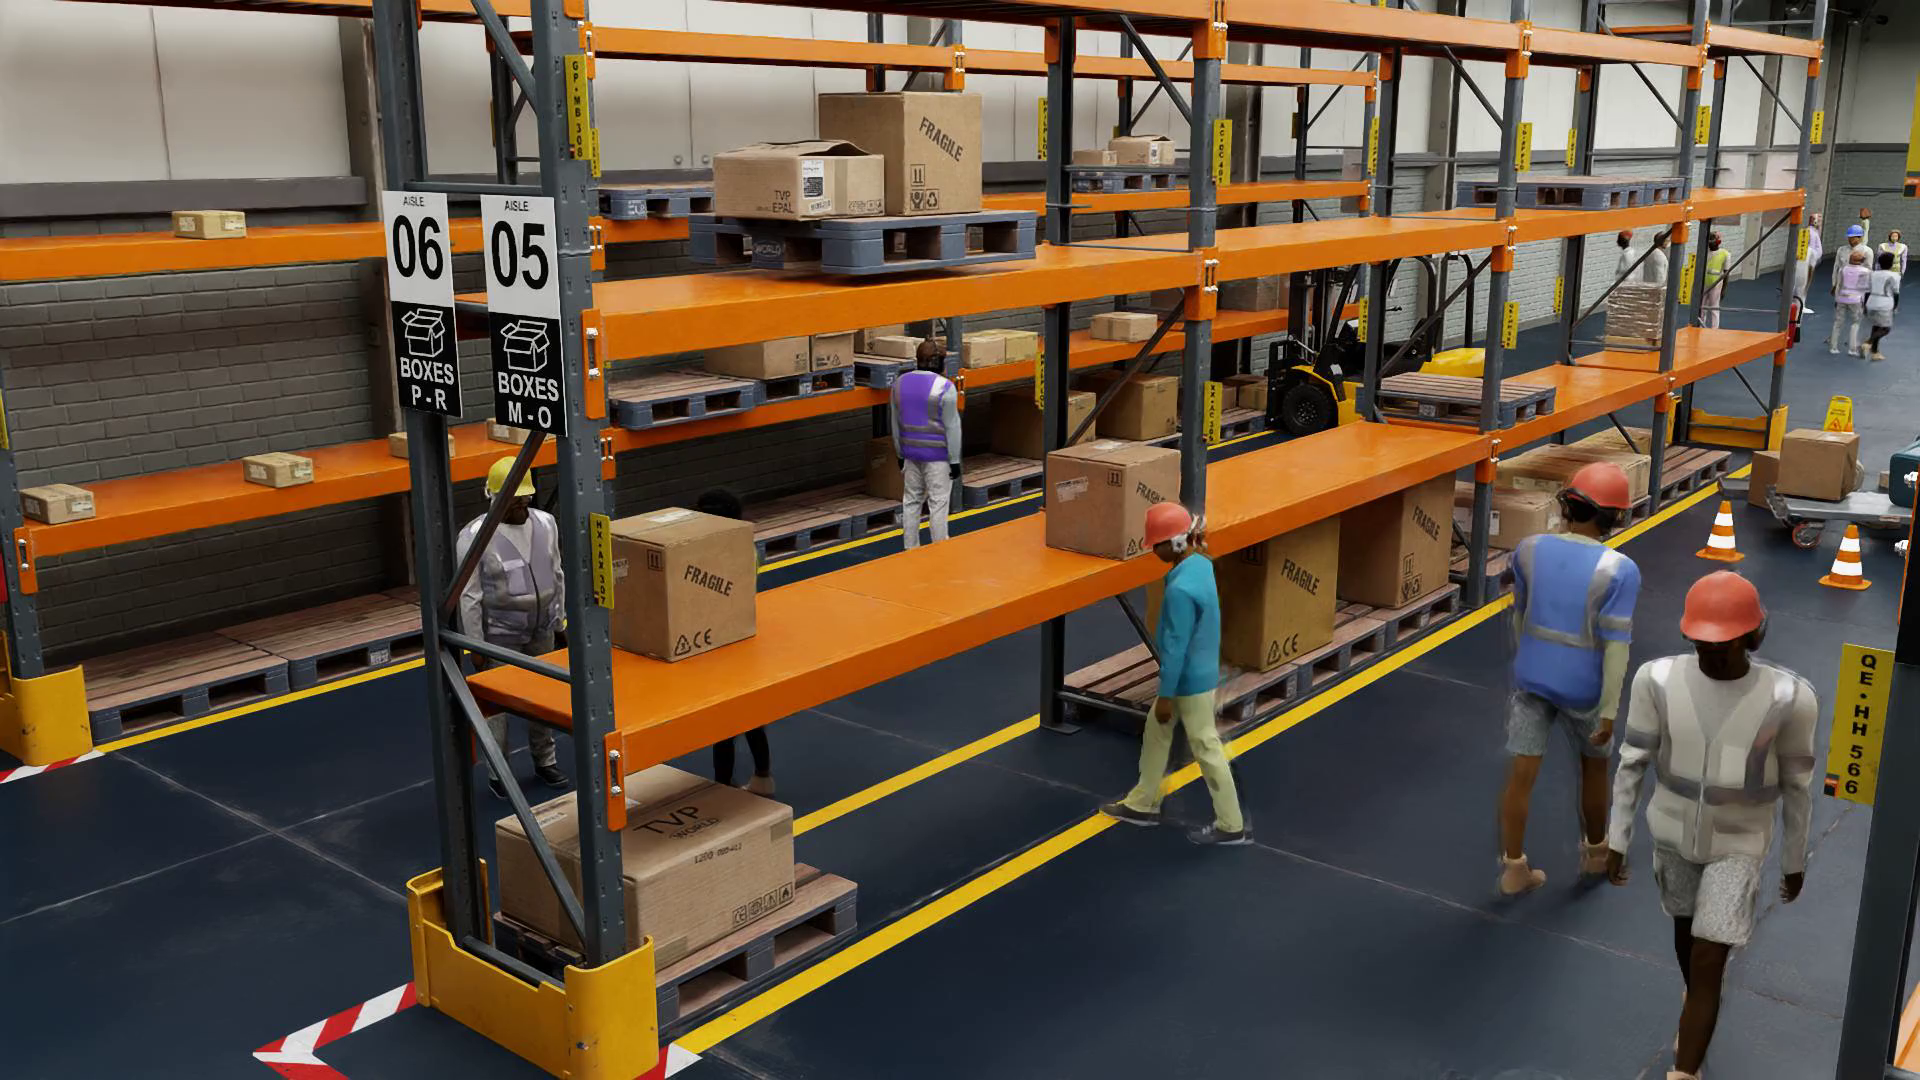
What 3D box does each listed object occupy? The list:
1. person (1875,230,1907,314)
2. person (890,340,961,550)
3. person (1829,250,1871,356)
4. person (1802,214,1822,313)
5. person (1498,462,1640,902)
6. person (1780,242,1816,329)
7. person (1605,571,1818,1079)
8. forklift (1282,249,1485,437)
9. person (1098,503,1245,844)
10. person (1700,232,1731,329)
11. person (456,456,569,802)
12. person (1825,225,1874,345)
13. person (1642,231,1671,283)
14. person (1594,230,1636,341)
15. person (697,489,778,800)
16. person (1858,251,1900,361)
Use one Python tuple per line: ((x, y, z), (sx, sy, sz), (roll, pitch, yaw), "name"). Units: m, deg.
((17.581, -5.043, 31.457), (0.520, 1.633, 0.316), (9, 17, 33), "person")
((-0.246, -0.663, 13.196), (0.625, 1.835, 0.430), (10, 17, 35), "person")
((13.905, -3.693, 25.959), (0.328, 1.625, 0.514), (-10, 17, -35), "person")
((16.373, -5.329, 32.067), (0.400, 1.900, 0.646), (5, 15, 19), "person")
((2.800, 0.628, 7.582), (0.904, 2.000, 0.621), (-13, 19, -43), "person")
((14.013, -4.266, 27.884), (0.502, 1.820, 0.646), (8, 16, 31), "person")
((2.621, 1.062, 5.880), (0.619, 1.975, 1.065), (11, 18, 38), "person")
((4.886, -2.214, 18.767), (2.313, 2.155, 1.214), (11, 18, 38), "forklift")
((1.038, 0.647, 8.147), (0.850, 1.685, 0.610), (3, 14, 12), "person")
((12.308, -4.126, 27.268), (0.376, 1.844, 0.573), (-9, 16, -31), "person")
((-2.305, 0.457, 8.668), (0.404, 1.824, 0.586), (12, 18, 41), "person")
((14.583, -4.174, 27.256), (0.404, 1.945, 0.615), (-9, 17, -34), "person")
((10.776, -3.822, 25.839), (0.355, 1.937, 0.635), (1, 14, 6), "person")
((11.092, -4.219, 27.626), (0.823, 1.864, 0.602), (6, 15, 22), "person")
((-1.182, 0.585, 8.472), (0.466, 1.693, 0.583), (4, 14, 16), "person")
((13.847, -3.513, 25.109), (0.643, 1.681, 0.534), (-6, 15, -22), "person")
